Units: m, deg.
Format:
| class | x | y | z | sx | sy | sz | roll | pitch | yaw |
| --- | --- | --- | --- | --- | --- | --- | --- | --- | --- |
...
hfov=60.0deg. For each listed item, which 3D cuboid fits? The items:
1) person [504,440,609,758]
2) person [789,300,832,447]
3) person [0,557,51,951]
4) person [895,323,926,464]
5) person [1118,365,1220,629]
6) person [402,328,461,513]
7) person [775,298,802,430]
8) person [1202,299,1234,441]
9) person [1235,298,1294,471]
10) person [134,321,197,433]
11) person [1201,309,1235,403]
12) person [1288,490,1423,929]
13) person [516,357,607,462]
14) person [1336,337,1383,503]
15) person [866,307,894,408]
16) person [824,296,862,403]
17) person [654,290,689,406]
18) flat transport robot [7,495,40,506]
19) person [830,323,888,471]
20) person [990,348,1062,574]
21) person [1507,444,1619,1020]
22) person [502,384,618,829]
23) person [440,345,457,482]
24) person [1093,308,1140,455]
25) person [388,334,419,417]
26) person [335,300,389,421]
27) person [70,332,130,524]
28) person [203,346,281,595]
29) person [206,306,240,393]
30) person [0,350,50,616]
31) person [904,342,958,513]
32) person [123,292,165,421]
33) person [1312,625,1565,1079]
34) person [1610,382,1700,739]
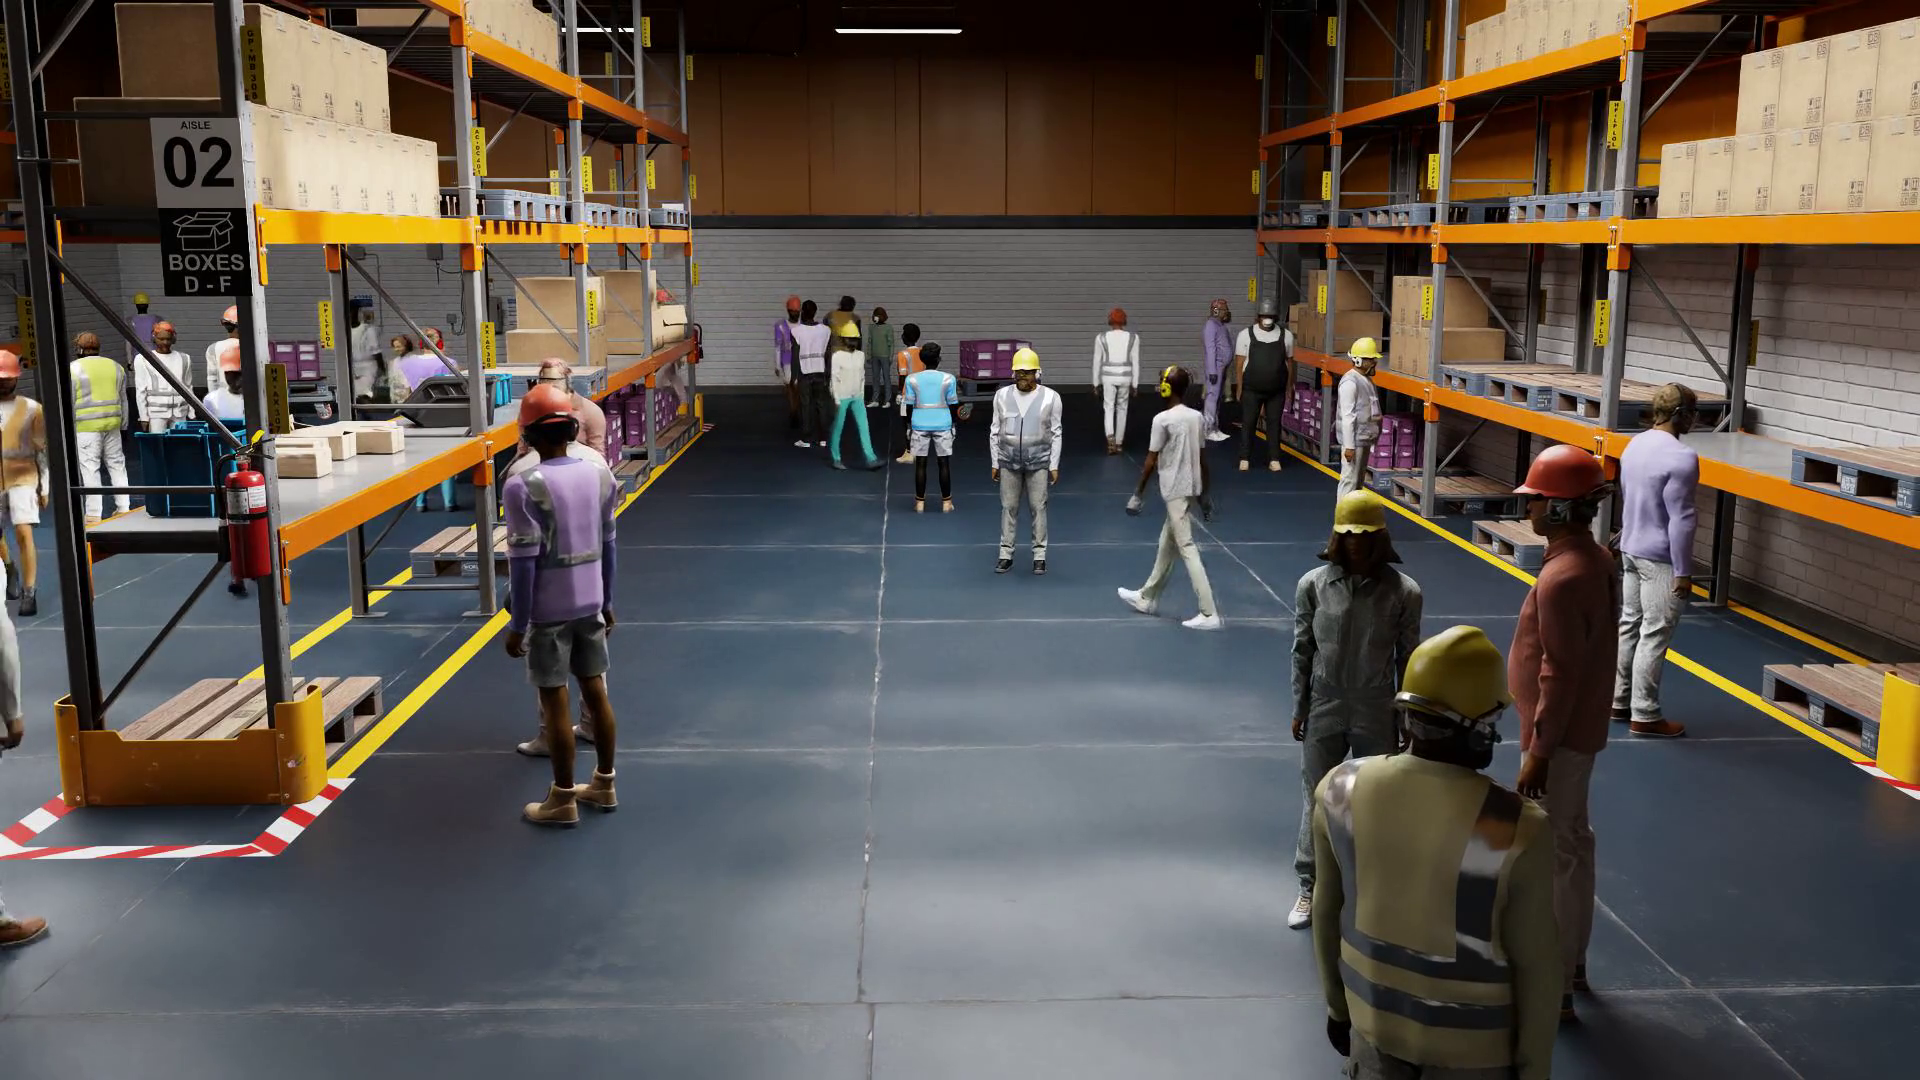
| class | x | y | z | sx | sy | sz | roll | pitch | yaw |
| --- | --- | --- | --- | --- | --- | --- | --- | --- | --- |
| person | -2.123 | 0.185 | 8.708 | 0.405 | 1.903 | 0.636 | 7 | 13 | 35 |
| person | -1.951 | -2.175 | 21.798 | 0.596 | 1.921 | 0.385 | -6 | 12 | -31 |
| person | -3.853 | 0.635 | 6.198 | 0.684 | 1.909 | 0.365 | -1 | 10 | -8 |
| person | -0.590 | -1.778 | 20.205 | 0.318 | 1.700 | 0.537 | 7 | 12 | 34 |
| person | 1.488 | -0.307 | 11.681 | 0.983 | 1.821 | 0.504 | 9 | 13 | 40 |
| person | -5.217 | -1.176 | 16.483 | 0.560 | 1.837 | 0.386 | -1 | 10 | -3 |
| person | -2.396 | -2.564 | 24.088 | 0.564 | 1.889 | 1.008 | -4 | 11 | -20 |
| person | 3.500 | -2.305 | 22.561 | 0.410 | 1.909 | 0.643 | 4 | 11 | 20 |
| person | 3.569 | -1.816 | 19.463 | 0.688 | 2.000 | 0.536 | 0 | 10 | 2 |
| person | -7.995 | -1.258 | 16.786 | 0.354 | 1.887 | 0.573 | 9 | 13 | 40 |
| person | 4.307 | -3.065 | 27.665 | 0.498 | 1.595 | 0.831 | 7 | 12 | 33 |
| person | 1.522 | 0.669 | 6.448 | 0.487 | 1.744 | 0.297 | 3 | 11 | 16 |
| person | -2.744 | -0.304 | 11.445 | 0.648 | 1.901 | 0.403 | 2 | 10 | 9 |
| person | 3.589 | -0.902 | 14.955 | 0.403 | 1.830 | 0.600 | 5 | 12 | 28 |
| person | -1.290 | -2.952 | 26.921 | 0.499 | 1.634 | 0.285 | 7 | 12 | 33 |
| person | -1.936 | -3.089 | 27.253 | 0.712 | 1.808 | 0.497 | 3 | 11 | 16 |
| person | -4.572 | -2.833 | 25.386 | 1.038 | 1.938 | 0.651 | -6 | 12 | -29 |
| flat transport robot | -9.838 | -0.380 | 16.397 | 0.652 | 0.197 | 1.431 | 1 | 10 | 6 |
| person | -1.232 | -1.647 | 19.360 | 0.550 | 1.722 | 0.885 | -9 | 14 | -42 |
| person | 0.522 | -0.633 | 13.453 | 0.586 | 1.833 | 0.403 | 2 | 10 | 11 |
| person | 2.068 | 0.661 | 5.789 | 0.388 | 1.992 | 0.625 | 6 | 12 | 32 |
| person | -1.848 | 0.304 | 7.654 | 0.394 | 2.040 | 0.610 | 8 | 13 | 36 |
| person | -5.765 | -1.416 | 18.429 | 0.327 | 1.610 | 0.661 | -1 | 10 | -4 |
| person | 1.980 | -2.010 | 21.076 | 0.584 | 1.858 | 0.860 | 1 | 10 | 3 |
| person | -6.350 | -1.581 | 19.302 | 0.544 | 1.621 | 0.448 | 4 | 11 | 20 |
| person | -7.833 | -2.162 | 21.683 | 0.688 | 1.935 | 0.688 | 5 | 11 | 25 |
| person | -8.260 | -1.069 | 15.915 | 0.431 | 1.832 | 0.644 | 5 | 12 | 28 |
| person | -5.523 | -0.550 | 12.839 | 0.563 | 1.883 | 1.017 | -3 | 11 | -15 |
| person | -7.263 | -1.341 | 16.819 | 0.611 | 2.038 | 0.394 | 2 | 10 | 9 |
| person | -6.945 | -0.437 | 12.146 | 0.567 | 1.913 | 0.851 | -4 | 11 | -20 |
| person | -0.284 | -1.106 | 16.462 | 0.534 | 1.698 | 0.322 | 1 | 10 | 4 |
| person | -12.152 | -2.729 | 24.858 | 0.587 | 1.930 | 0.362 | -7 | 12 | -33 |
| person | 1.095 | 1.096 | 3.822 | 0.590 | 1.833 | 0.403 | 9 | 14 | 41 |
| person | 3.794 | 0.108 | 9.053 | 0.360 | 1.931 | 0.631 | -1 | 10 | -5 |
